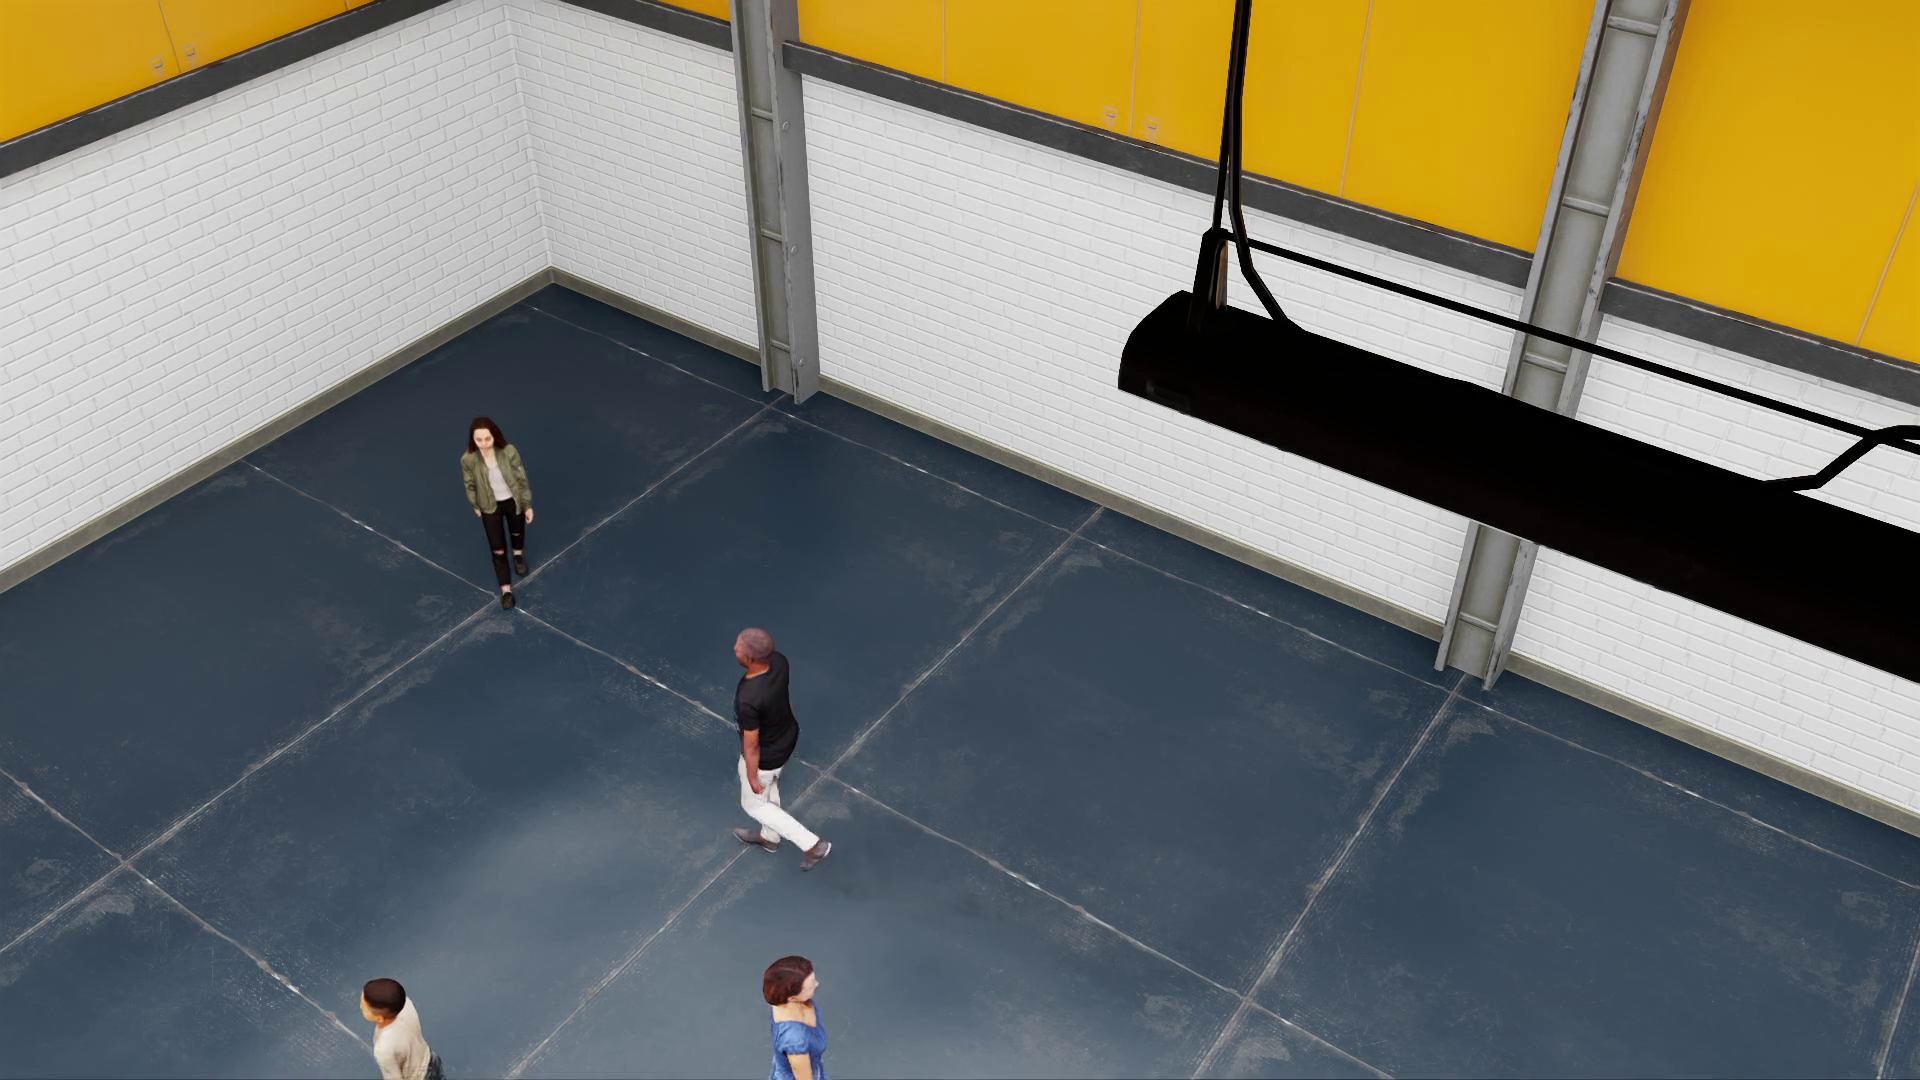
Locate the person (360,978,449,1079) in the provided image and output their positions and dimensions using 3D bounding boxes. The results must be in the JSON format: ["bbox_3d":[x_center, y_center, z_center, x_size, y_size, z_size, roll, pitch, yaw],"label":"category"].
[{"bbox_3d":[-2.578,2.608,8.055,1.016,1.439,0.869,2,39,2],"label":"person"}]

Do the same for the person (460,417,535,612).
[{"bbox_3d":[-3.212,-0.284,11.680,0.912,1.435,1.037,-12,40,-15],"label":"person"}]

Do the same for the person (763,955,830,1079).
[{"bbox_3d":[-0.745,2.561,7.820,0.815,1.806,0.723,-11,40,-14],"label":"person"}]

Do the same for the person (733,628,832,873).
[{"bbox_3d":[-1.036,1.223,9.509,1.006,1.789,0.777,15,41,18],"label":"person"}]
